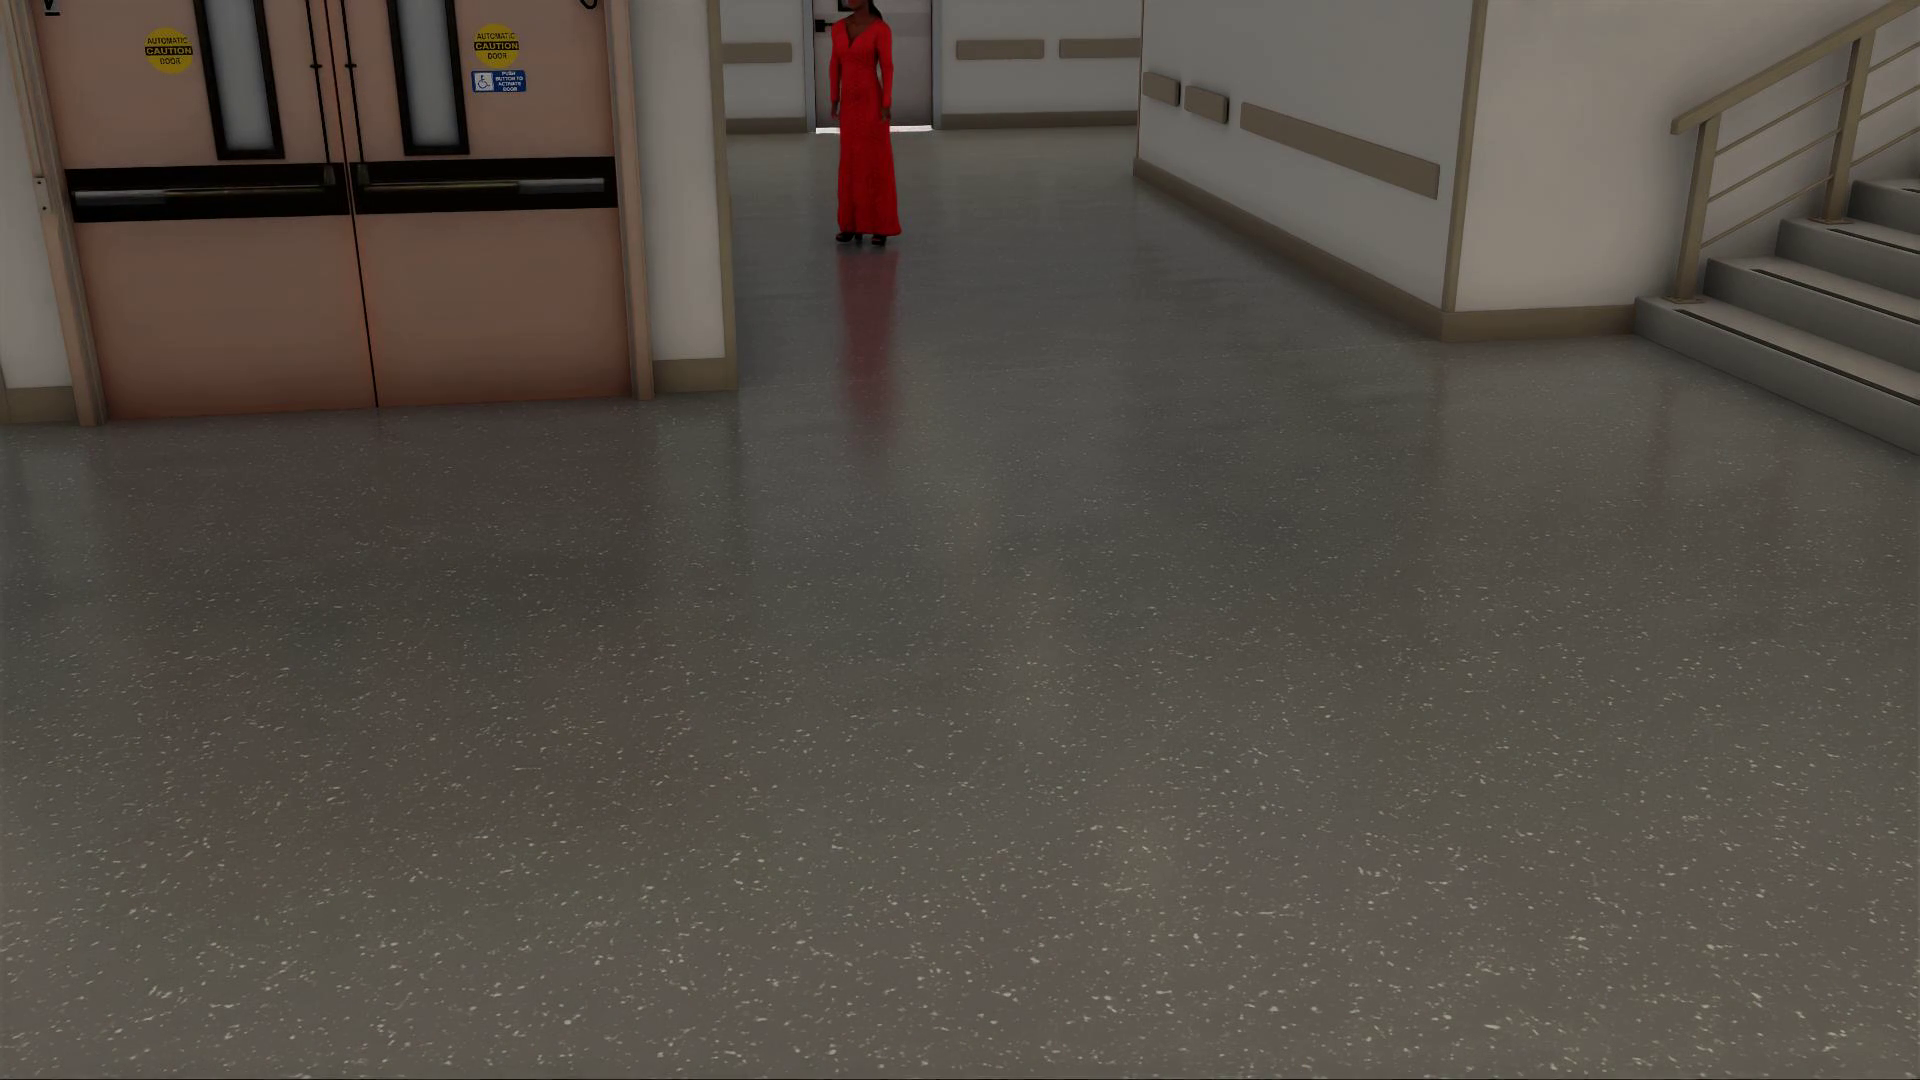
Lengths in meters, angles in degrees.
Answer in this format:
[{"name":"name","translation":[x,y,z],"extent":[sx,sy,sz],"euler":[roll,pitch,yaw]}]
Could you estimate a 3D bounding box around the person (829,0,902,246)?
[{"name":"person","translation":[-0.644,-2.907,11.285],"extent":[0.723,1.785,0.802],"euler":[10,23,24]}]
